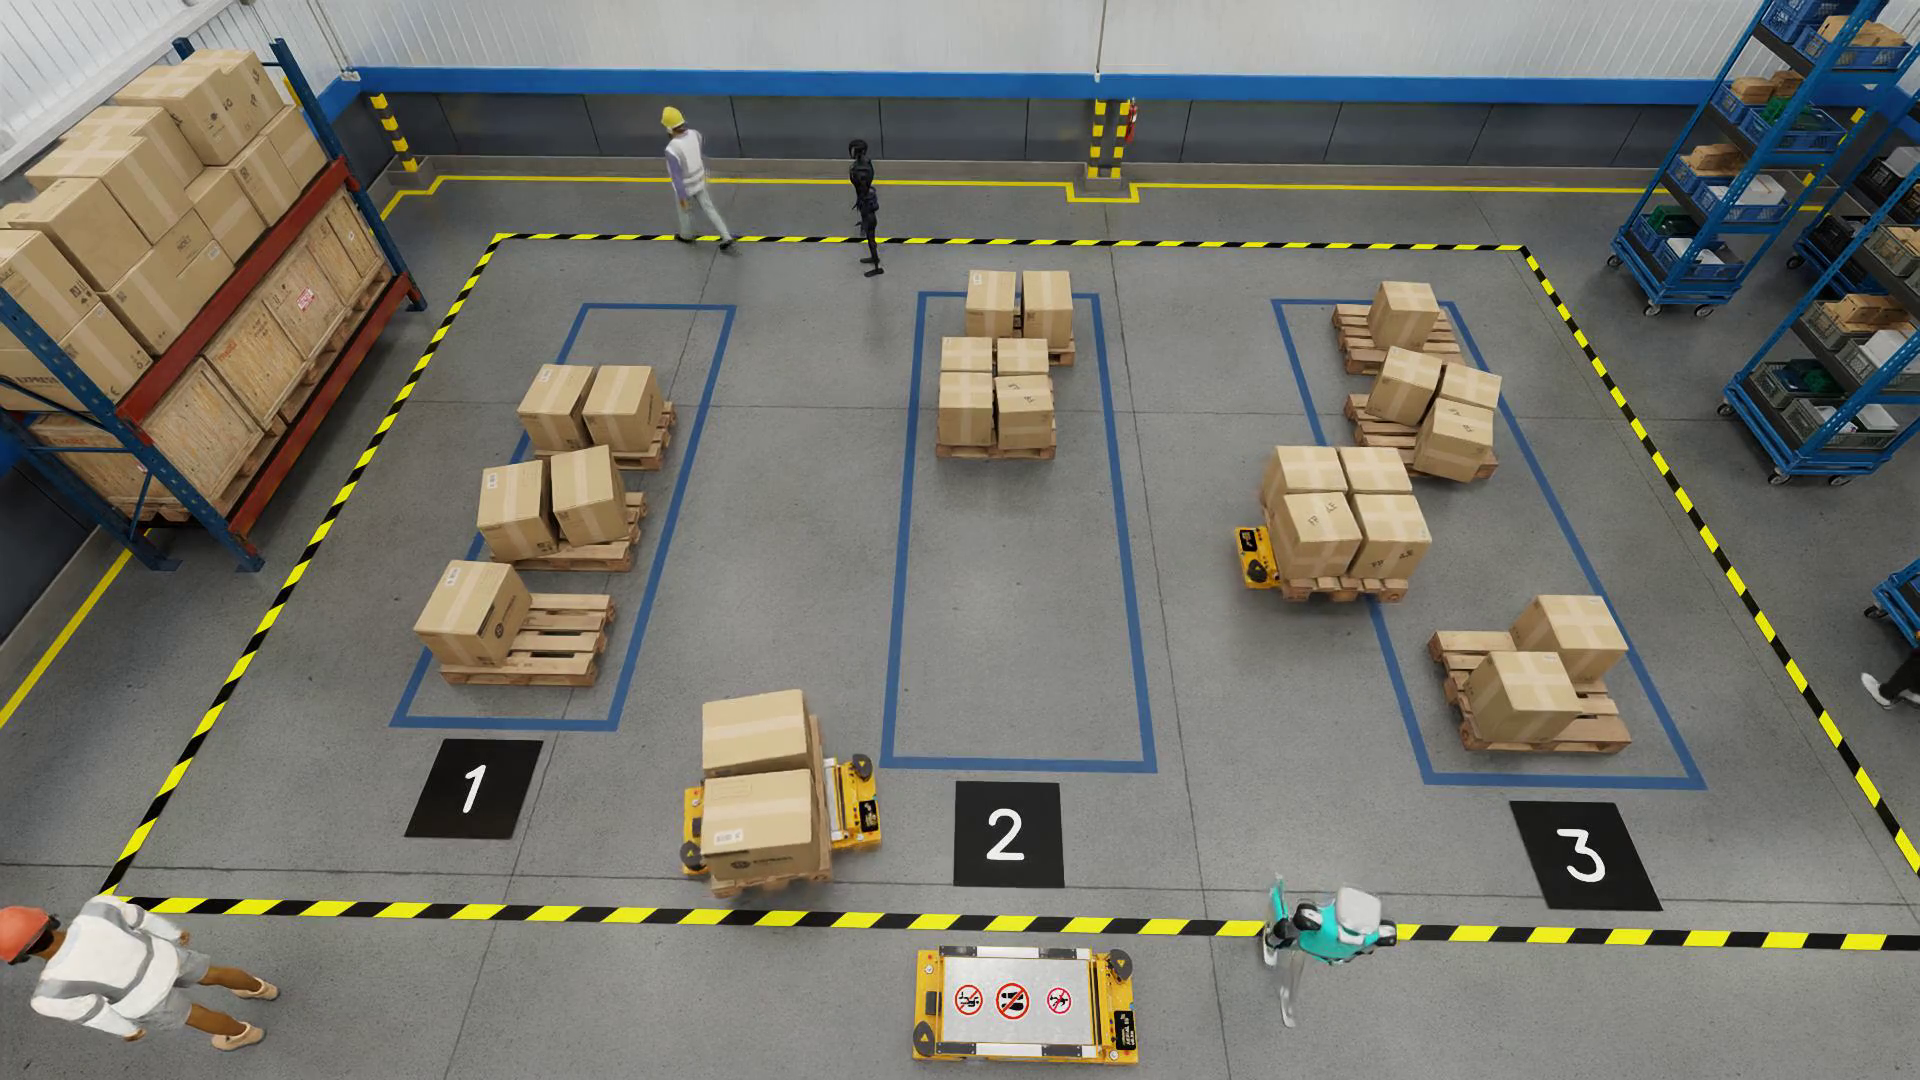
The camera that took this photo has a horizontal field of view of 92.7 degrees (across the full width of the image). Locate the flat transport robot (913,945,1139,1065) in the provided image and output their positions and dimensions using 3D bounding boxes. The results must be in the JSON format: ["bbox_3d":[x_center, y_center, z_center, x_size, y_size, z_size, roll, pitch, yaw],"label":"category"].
[{"bbox_3d":[0.422,3.041,6.007,1.431,0.231,0.659,1,51,1],"label":"flat transport robot"}]

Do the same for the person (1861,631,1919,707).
[{"bbox_3d":[7.605,0.681,6.916,0.620,1.837,0.422,4,51,3],"label":"person"}]

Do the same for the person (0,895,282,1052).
[{"bbox_3d":[-4.722,2.534,5.282,0.395,2.033,0.611,-2,51,-1],"label":"person"}]

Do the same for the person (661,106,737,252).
[{"bbox_3d":[-3.207,-4.297,11.004,0.893,1.794,0.602,24,55,18],"label":"person"}]

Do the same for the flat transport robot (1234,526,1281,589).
[{"bbox_3d":[3.295,0.132,8.360,1.431,0.197,0.652,1,51,1],"label":"flat transport robot"}]

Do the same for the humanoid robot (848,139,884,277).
[{"bbox_3d":[-1.111,-3.882,10.732,0.315,1.657,0.599,-8,51,-6],"label":"humanoid robot"}]

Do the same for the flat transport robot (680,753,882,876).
[{"bbox_3d":[-1.333,2.025,6.817,1.431,0.197,0.652,-8,51,-6],"label":"flat transport robot"}]

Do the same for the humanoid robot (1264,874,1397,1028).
[{"bbox_3d":[2.143,2.342,5.640,0.541,1.789,0.835,9,51,7],"label":"humanoid robot"}]
